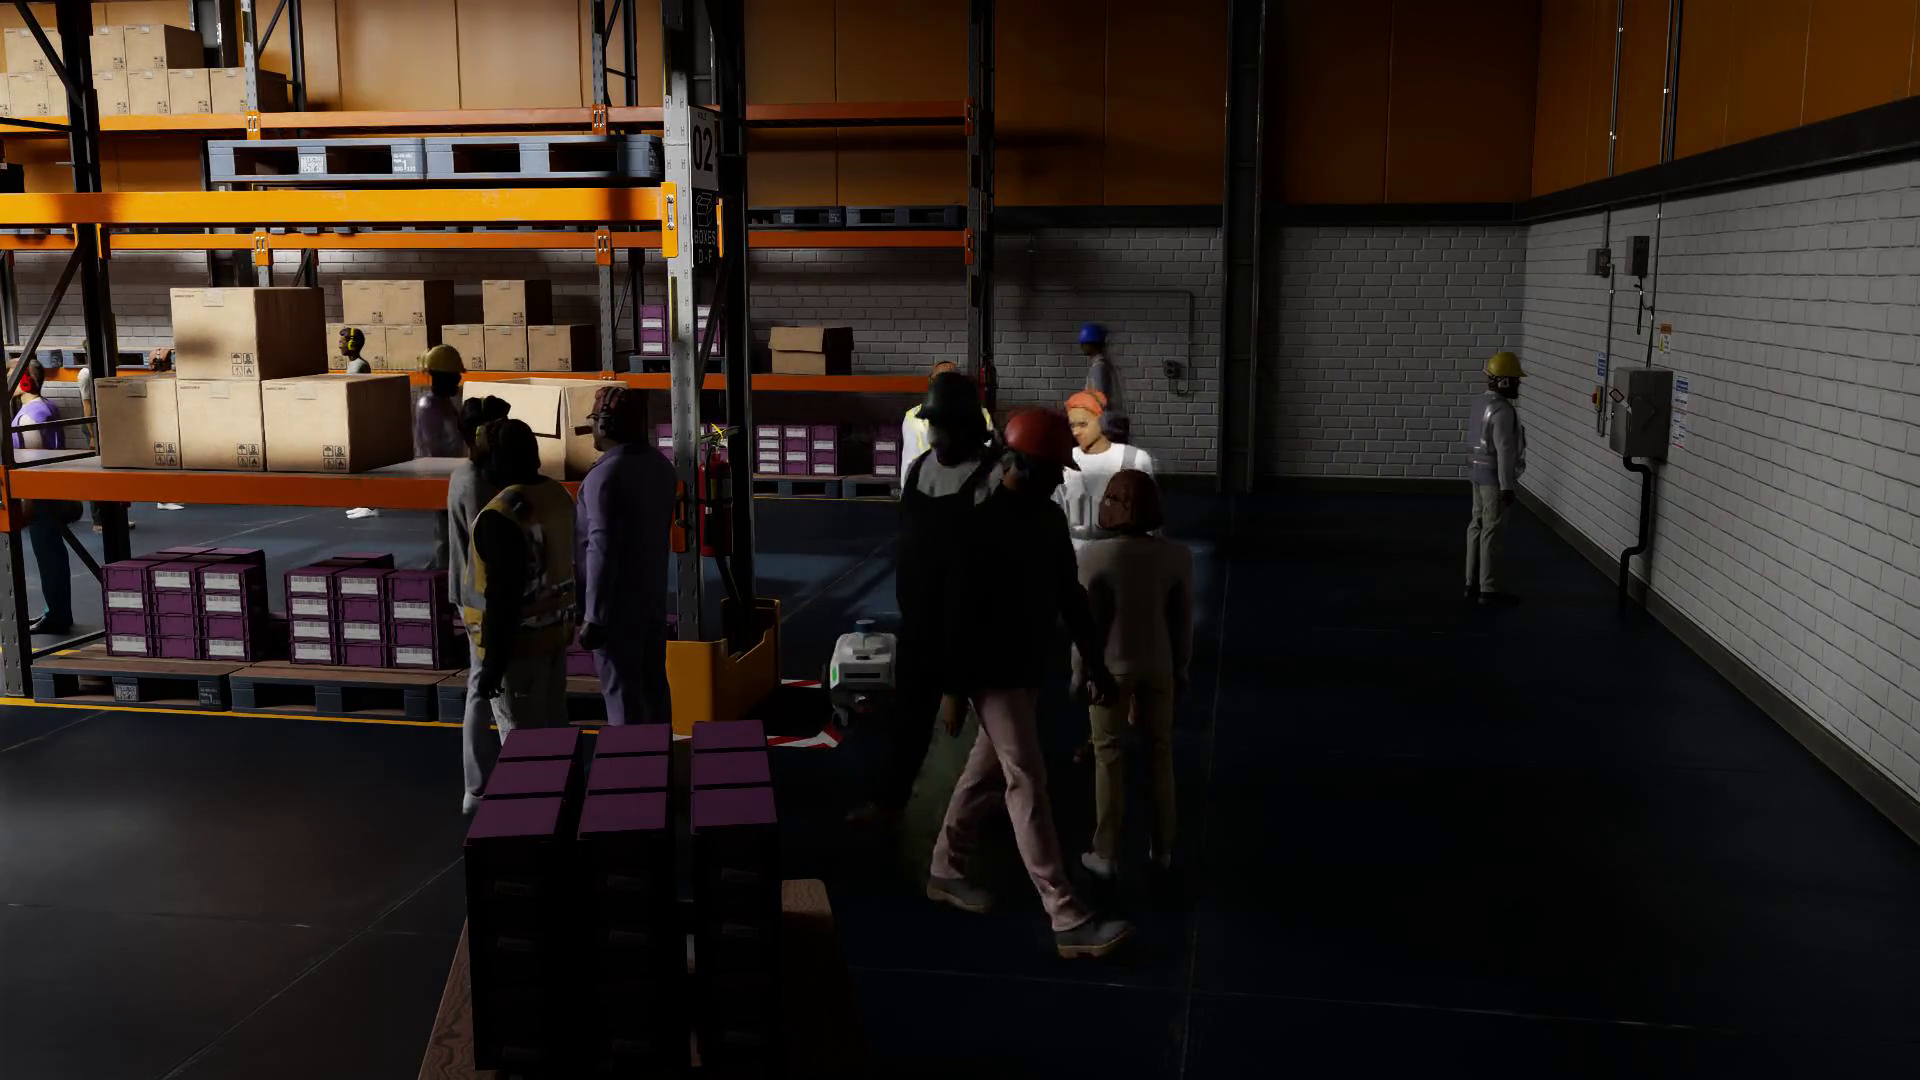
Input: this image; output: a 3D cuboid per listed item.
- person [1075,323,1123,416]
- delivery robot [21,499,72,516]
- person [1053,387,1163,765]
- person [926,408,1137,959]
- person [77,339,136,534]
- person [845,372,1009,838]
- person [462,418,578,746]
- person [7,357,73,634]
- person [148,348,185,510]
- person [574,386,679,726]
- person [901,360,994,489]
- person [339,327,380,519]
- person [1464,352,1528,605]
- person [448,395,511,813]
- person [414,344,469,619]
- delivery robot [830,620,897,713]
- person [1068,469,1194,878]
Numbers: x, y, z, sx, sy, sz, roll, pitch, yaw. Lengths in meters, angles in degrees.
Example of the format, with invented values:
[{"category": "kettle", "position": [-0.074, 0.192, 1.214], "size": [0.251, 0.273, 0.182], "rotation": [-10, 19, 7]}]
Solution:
[{"category": "person", "position": [1.315, -1.090, 15.805], "size": [0.476, 1.923, 0.636], "rotation": [1, 9, 5]}, {"category": "delivery robot", "position": [-8.819, -0.449, 15.775], "size": [0.707, 0.478, 0.477], "rotation": [1, 9, 5]}, {"category": "person", "position": [0.780, 0.143, 8.407], "size": [0.625, 1.854, 0.855], "rotation": [5, 10, 29]}, {"category": "person", "position": [0.233, 0.487, 6.009], "size": [0.991, 1.925, 0.603], "rotation": [5, 11, 31]}, {"category": "person", "position": [-7.910, -0.980, 15.370], "size": [0.338, 1.845, 0.514], "rotation": [-1, 9, -5]}, {"category": "person", "position": [-0.050, 0.255, 7.101], "size": [0.700, 2.000, 0.999], "rotation": [7, 12, 38]}, {"category": "person", "position": [-1.763, 0.428, 6.665], "size": [0.429, 1.838, 0.621], "rotation": [2, 9, 9]}, {"category": "person", "position": [-6.145, -0.299, 11.131], "size": [0.390, 1.849, 0.566], "rotation": [-3, 10, -19]}, {"category": "person", "position": [-8.082, -1.121, 16.886], "size": [0.311, 1.639, 0.513], "rotation": [-3, 10, -20]}, {"category": "person", "position": [-1.512, 0.270, 7.426], "size": [0.409, 1.909, 0.641], "rotation": [3, 10, 16]}, {"category": "person", "position": [-0.096, -0.244, 10.813], "size": [0.633, 1.843, 0.429], "rotation": [-4, 10, -21]}, {"category": "person", "position": [-5.897, -1.142, 16.295], "size": [0.328, 1.874, 0.517], "rotation": [-3, 10, -18]}, {"category": "person", "position": [3.913, -0.453, 12.138], "size": [0.403, 1.831, 0.596], "rotation": [0, 9, -3]}, {"category": "person", "position": [-2.114, 0.288, 7.461], "size": [0.344, 1.864, 0.529], "rotation": [-3, 10, -17]}, {"category": "person", "position": [-3.559, -0.389, 11.470], "size": [0.434, 1.913, 0.620], "rotation": [-1, 9, -9]}, {"category": "delivery robot", "position": [-0.503, 0.668, 8.847], "size": [0.477, 0.478, 0.707], "rotation": [0, 9, -1]}, {"category": "person", "position": [0.680, 0.533, 6.629], "size": [0.507, 1.635, 0.272], "rotation": [-2, 9, -12]}]
